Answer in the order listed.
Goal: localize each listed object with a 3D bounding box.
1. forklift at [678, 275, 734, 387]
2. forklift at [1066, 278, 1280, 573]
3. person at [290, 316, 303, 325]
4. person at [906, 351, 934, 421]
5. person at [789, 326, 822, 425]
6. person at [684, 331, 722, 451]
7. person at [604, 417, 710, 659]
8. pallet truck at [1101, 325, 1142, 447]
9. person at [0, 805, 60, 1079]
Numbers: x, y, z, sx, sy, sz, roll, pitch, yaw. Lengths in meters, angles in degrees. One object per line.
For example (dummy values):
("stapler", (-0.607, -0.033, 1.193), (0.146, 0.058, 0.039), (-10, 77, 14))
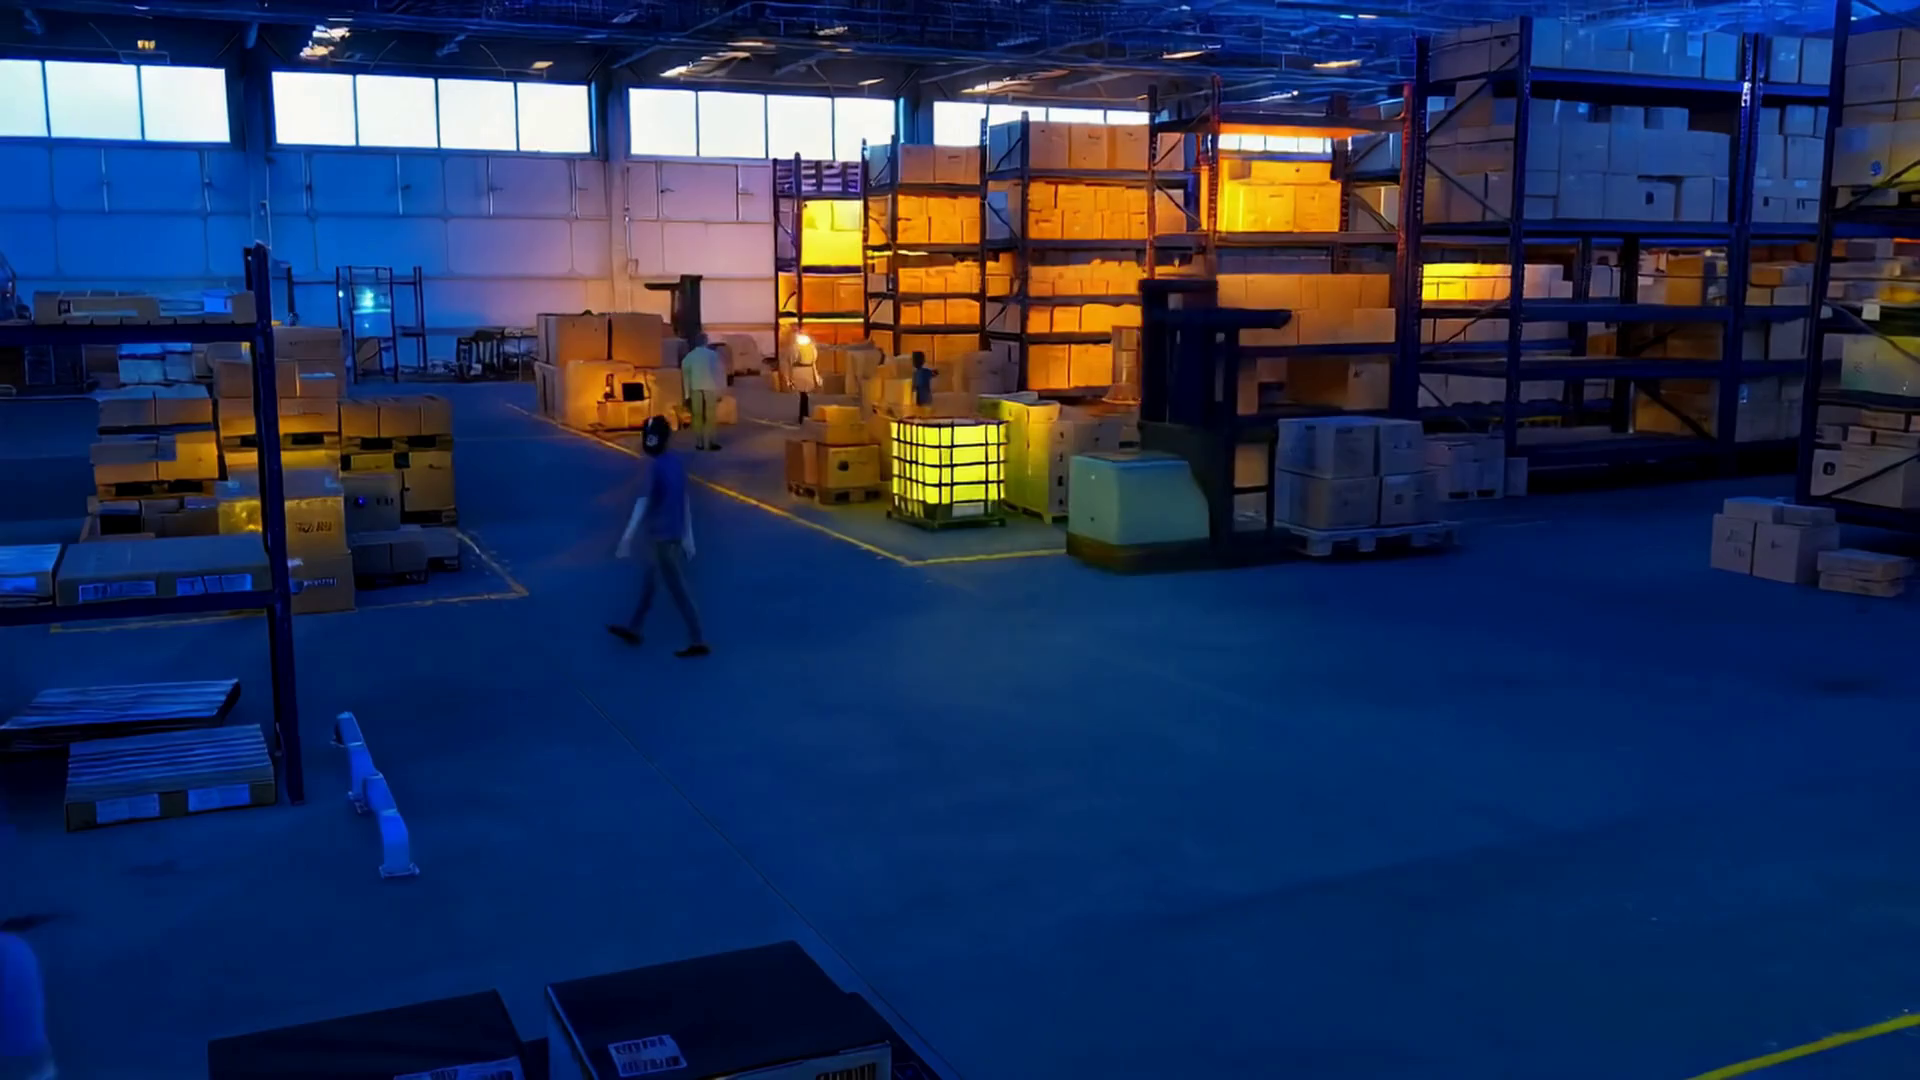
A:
("forklift", (-6.686, -5.206, 41.389), (1.873, 2.768, 1.129), (-4, 10, -25))
("forklift", (2.093, -1.175, 16.376), (1.873, 2.768, 1.129), (-4, 10, -25))
("person", (-14.999, -4.082, 37.448), (1.112, 1.900, 0.622), (6, 11, 34))
("person", (-0.596, -2.128, 26.070), (0.849, 1.658, 0.533), (5, 11, 30))
("person", (-2.896, -3.069, 31.218), (0.552, 1.883, 0.977), (-6, 11, -34))
("person", (-4.150, -2.411, 26.958), (0.628, 1.940, 0.373), (2, 9, 15))
("person", (-2.307, -0.018, 12.527), (0.997, 1.807, 0.512), (3, 10, 19))
("pallet truck", (2.881, -2.596, 27.923), (0.823, 1.965, 1.885), (-1, 9, -7))
("person", (-2.204, 1.390, 3.570), (0.577, 1.881, 0.968), (1, 9, 4))
